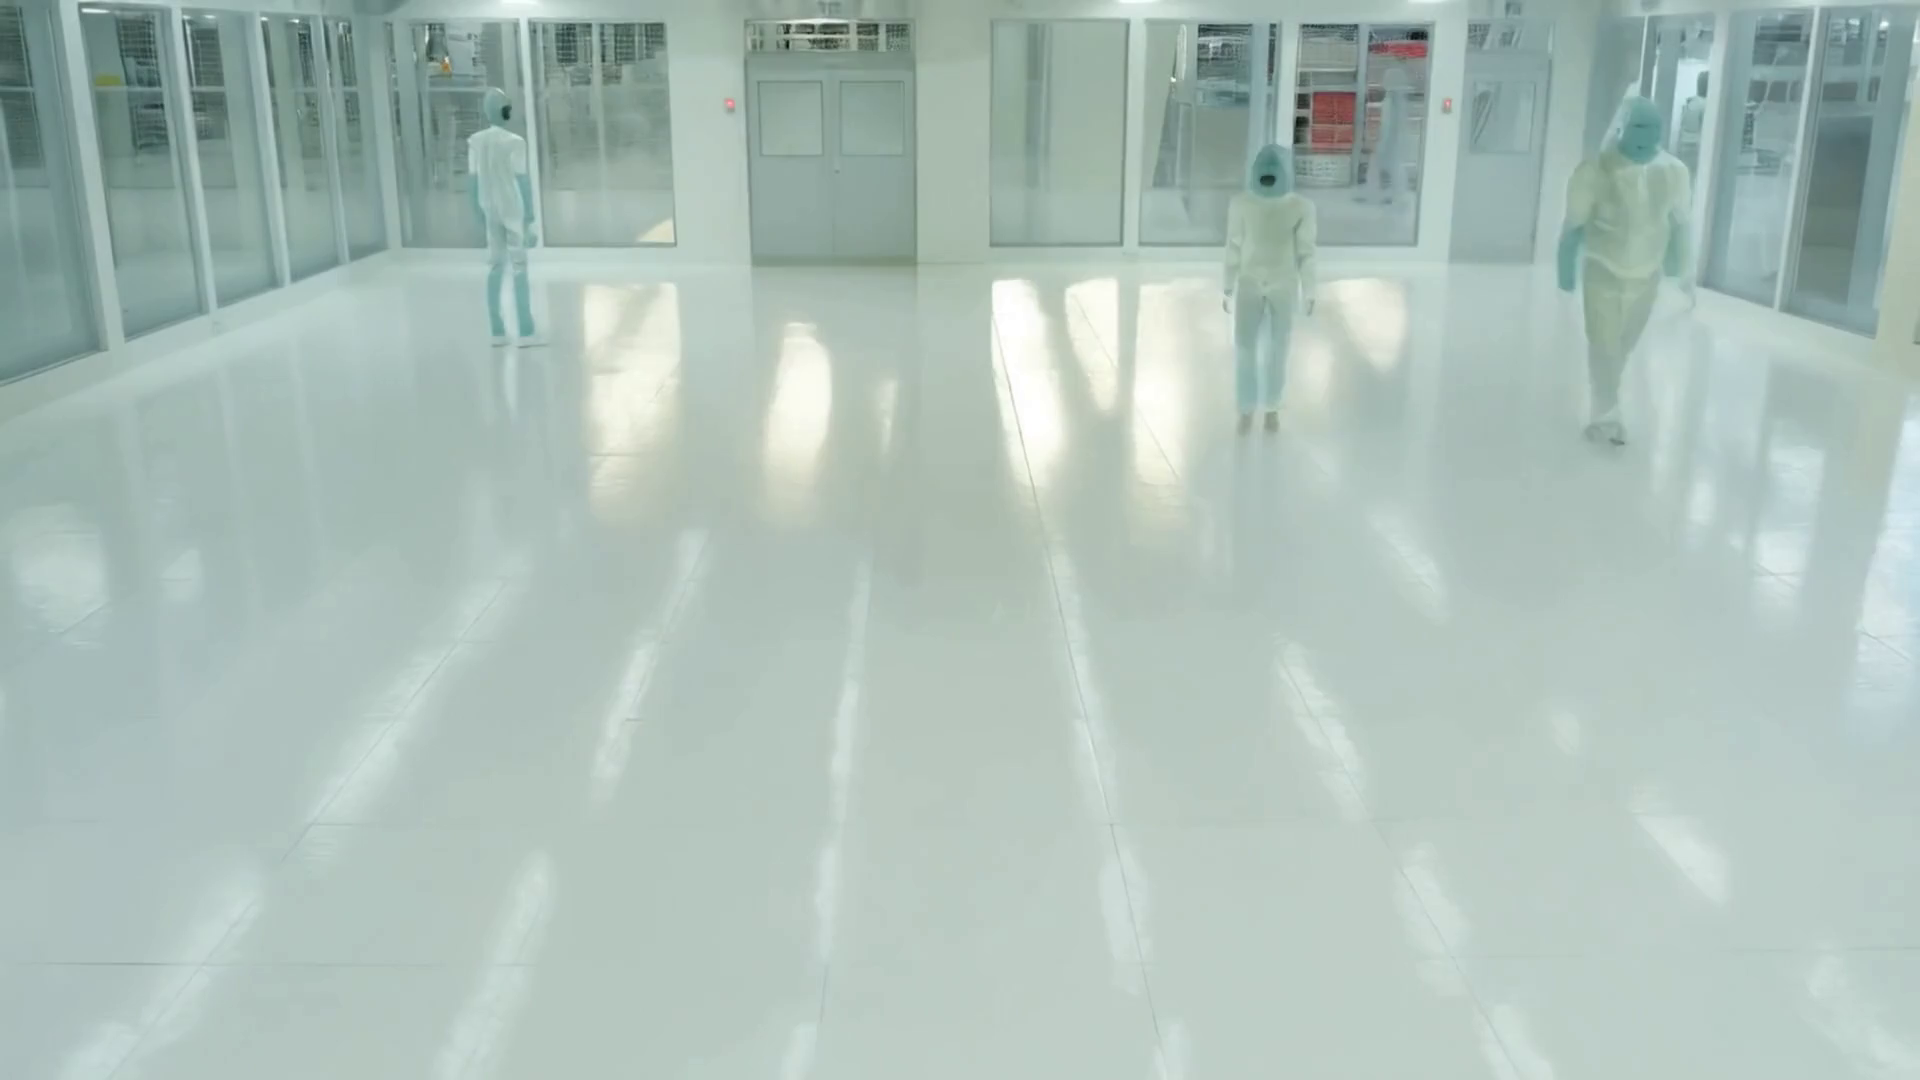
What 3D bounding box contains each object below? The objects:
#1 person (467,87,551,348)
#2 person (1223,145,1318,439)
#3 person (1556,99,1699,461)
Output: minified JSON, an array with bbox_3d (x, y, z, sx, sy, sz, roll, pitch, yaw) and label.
[{"bbox_3d":[-3.298,-2.333,12.112,0.509,1.872,0.328,6,17,19],"label":"person"},{"bbox_3d":[1.712,-1.362,9.257,0.515,1.610,0.673,3,17,11],"label":"person"},{"bbox_3d":[3.549,-1.355,8.776,0.666,1.861,0.947,-1,16,-3],"label":"person"}]
